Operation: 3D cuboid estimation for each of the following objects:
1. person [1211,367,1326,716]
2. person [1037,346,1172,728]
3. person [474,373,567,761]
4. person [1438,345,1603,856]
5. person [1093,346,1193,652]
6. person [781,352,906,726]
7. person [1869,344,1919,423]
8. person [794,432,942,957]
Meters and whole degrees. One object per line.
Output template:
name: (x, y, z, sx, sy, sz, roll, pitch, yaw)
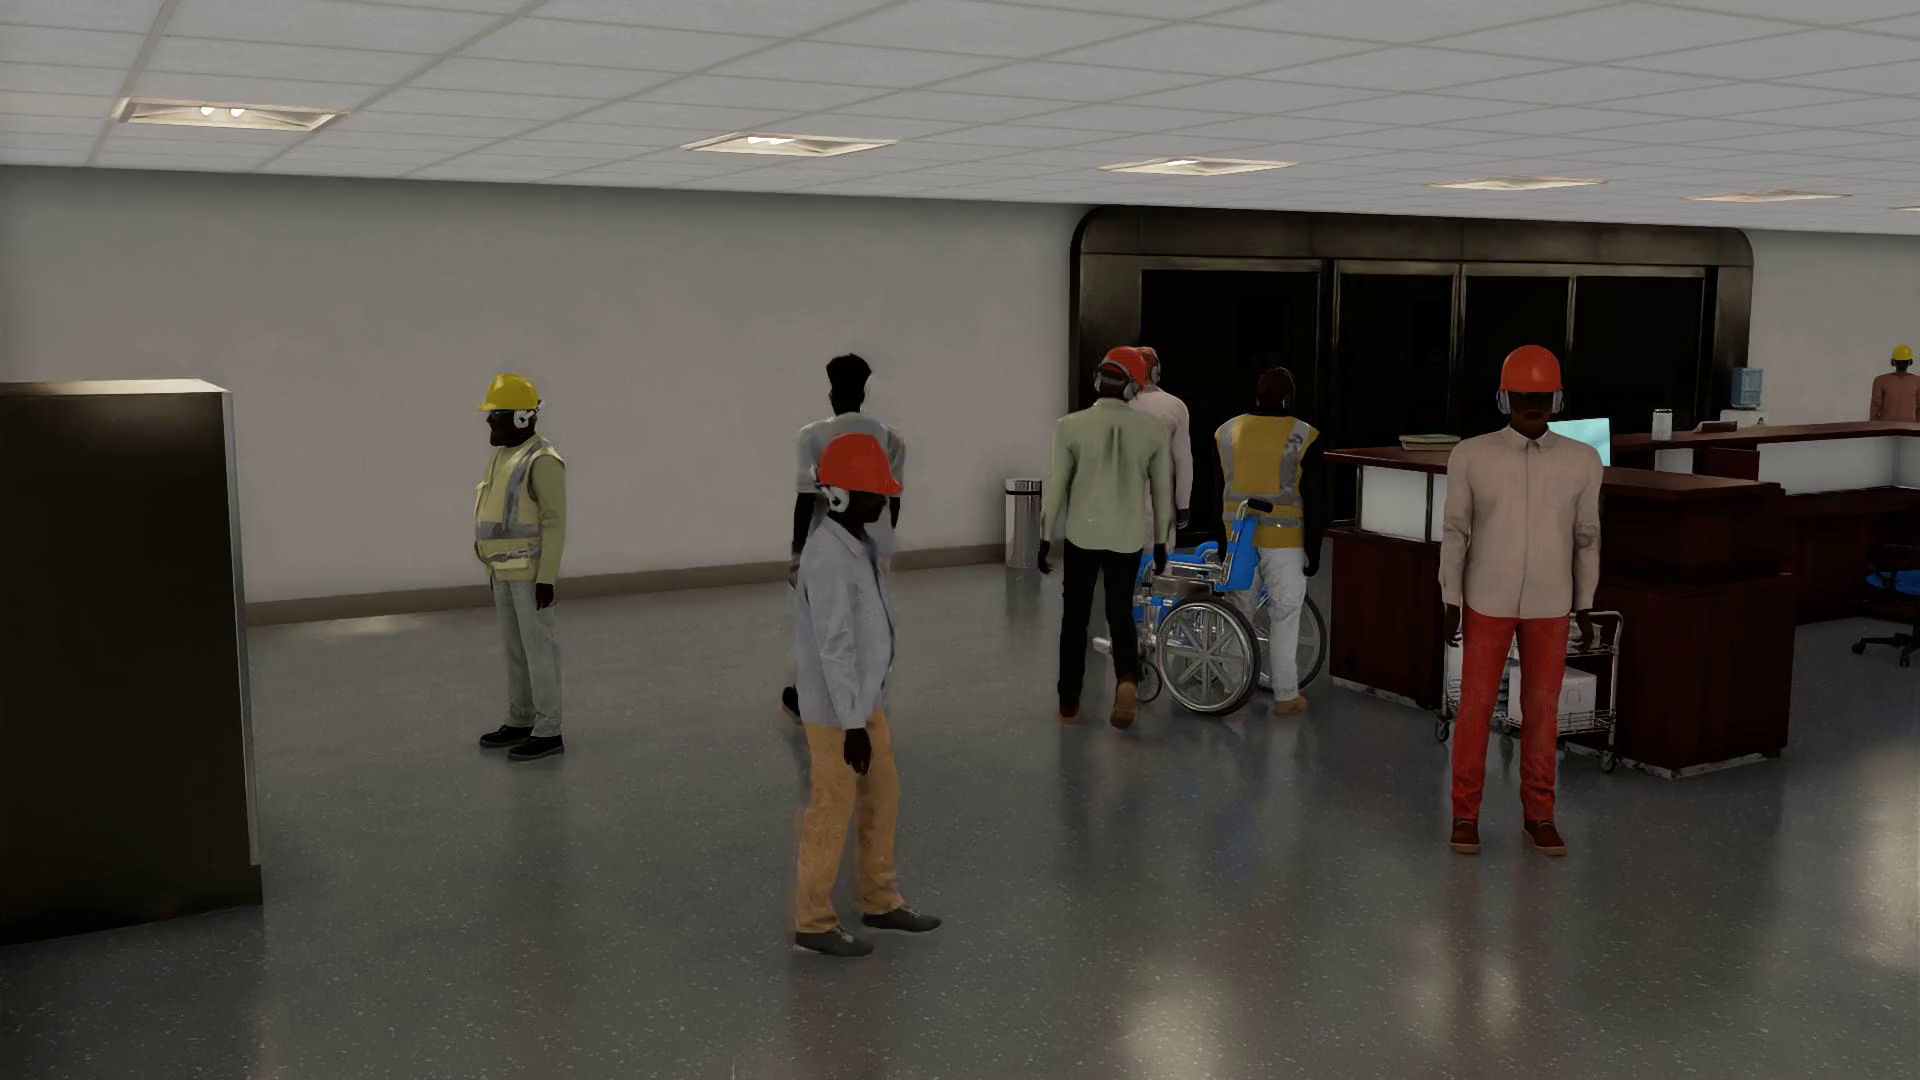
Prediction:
person: (1.632, 0.008, 8.779, 0.625, 1.838, 0.430, 5, 9, 32)
person: (0.743, 0.001, 8.396, 0.695, 1.951, 0.653, -1, 8, -7)
person: (-2.099, 0.125, 7.922, 0.404, 1.831, 0.601, -6, 10, -39)
person: (2.184, 0.240, 6.506, 0.608, 1.995, 0.376, 1, 8, 5)
person: (1.134, -0.253, 10.398, 0.651, 1.904, 0.403, 2, 8, 17)
person: (-0.618, 0.029, 8.315, 0.685, 1.909, 0.942, -4, 9, -29)
person: (10.038, -1.209, 17.819, 0.533, 1.767, 0.326, 2, 8, 17)
person: (-0.285, 0.518, 5.458, 0.624, 1.731, 0.581, 1, 8, 8)
